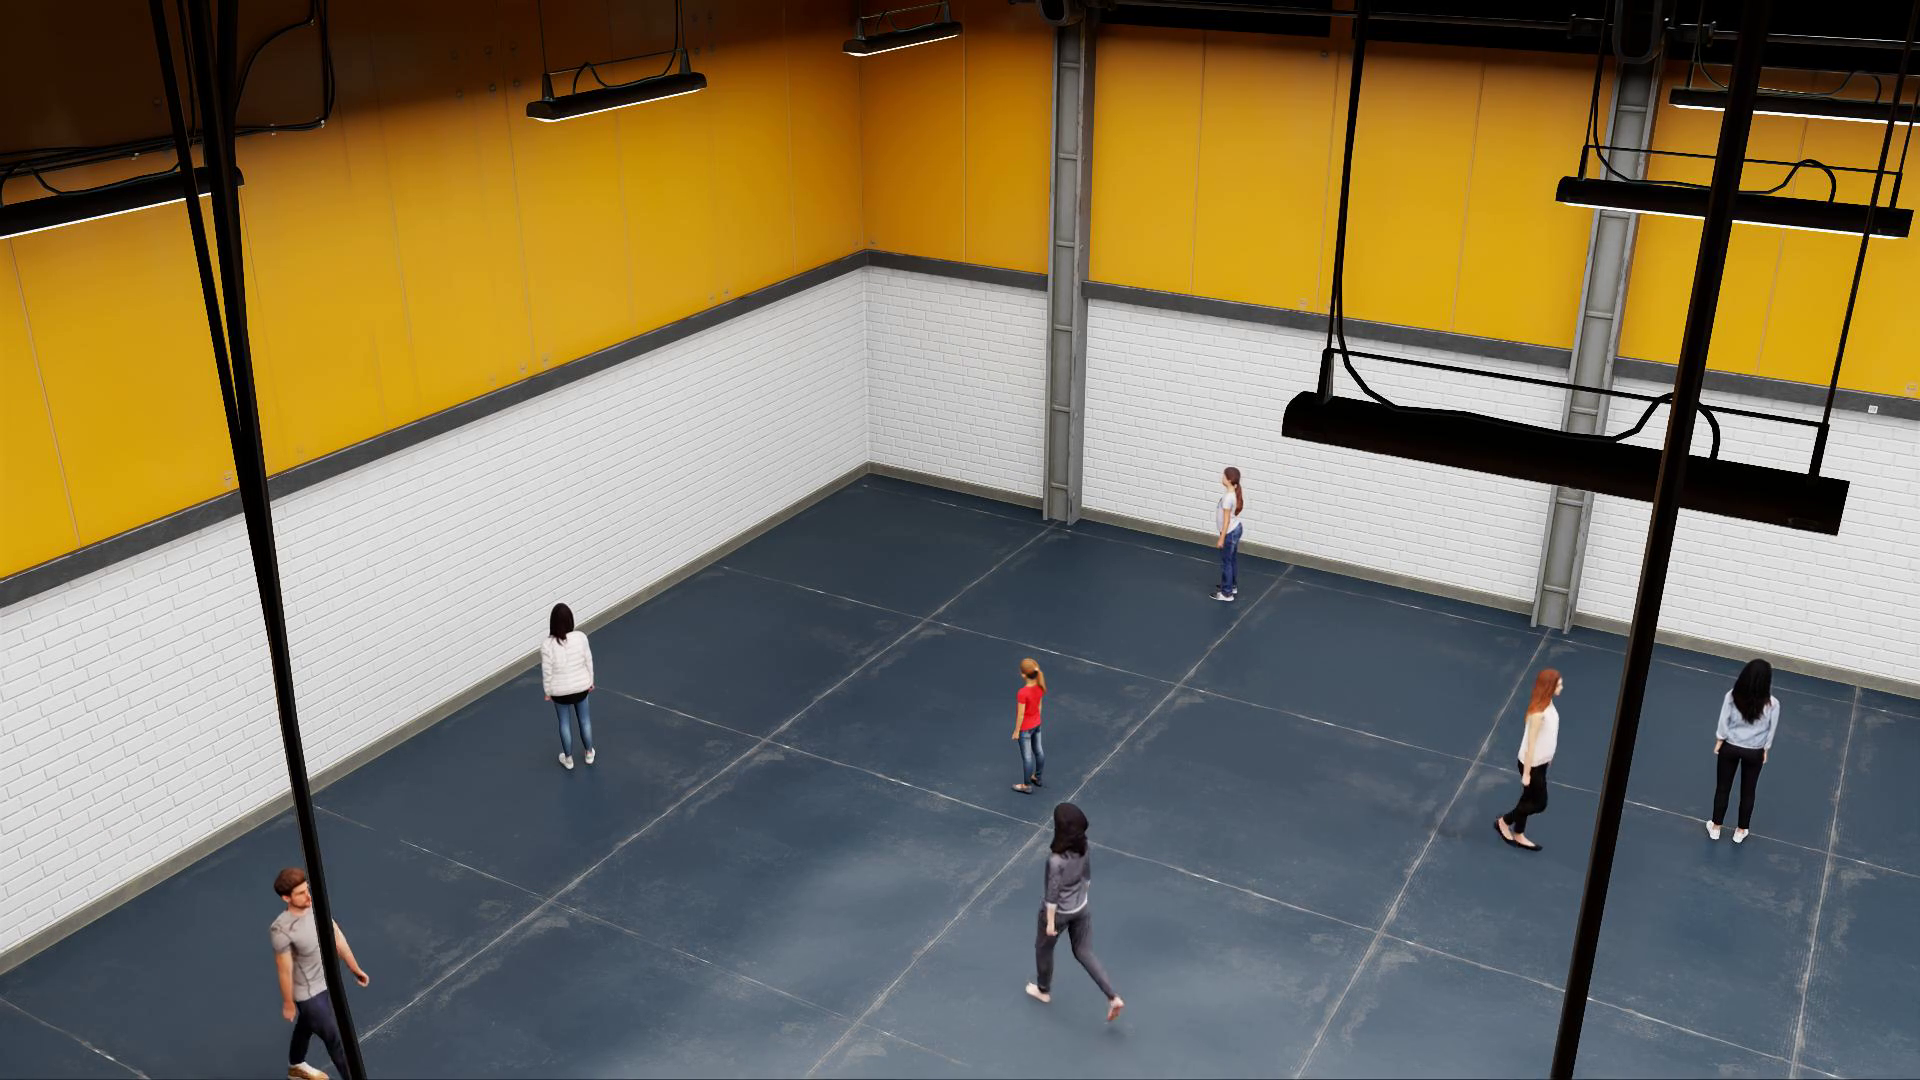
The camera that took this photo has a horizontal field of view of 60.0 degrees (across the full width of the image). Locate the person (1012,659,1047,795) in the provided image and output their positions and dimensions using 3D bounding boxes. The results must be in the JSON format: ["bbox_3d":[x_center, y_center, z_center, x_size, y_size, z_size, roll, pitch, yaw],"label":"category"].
[{"bbox_3d":[0.632,1.658,14.895,0.548,1.307,0.527,20,31,38],"label":"person"}]

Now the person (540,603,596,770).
[{"bbox_3d":[-3.582,1.326,15.243,0.707,1.638,0.735,-10,26,-22],"label":"person"}]

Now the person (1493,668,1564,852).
[{"bbox_3d":[4.736,1.843,13.965,0.628,1.714,0.611,14,27,29],"label":"person"}]

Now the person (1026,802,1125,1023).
[{"bbox_3d":[0.842,2.712,11.953,0.816,1.733,1.138,-21,31,-39],"label":"person"}]

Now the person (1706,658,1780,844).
[{"bbox_3d":[6.637,1.781,14.112,0.512,1.710,0.677,9,25,20],"label":"person"}]

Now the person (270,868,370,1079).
[{"bbox_3d":[-4.416,2.989,11.184,1.261,1.842,0.882,5,24,12],"label":"person"}]

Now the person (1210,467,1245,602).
[{"bbox_3d":[3.008,-0.090,18.577,0.530,1.562,0.547,11,26,24],"label":"person"}]
